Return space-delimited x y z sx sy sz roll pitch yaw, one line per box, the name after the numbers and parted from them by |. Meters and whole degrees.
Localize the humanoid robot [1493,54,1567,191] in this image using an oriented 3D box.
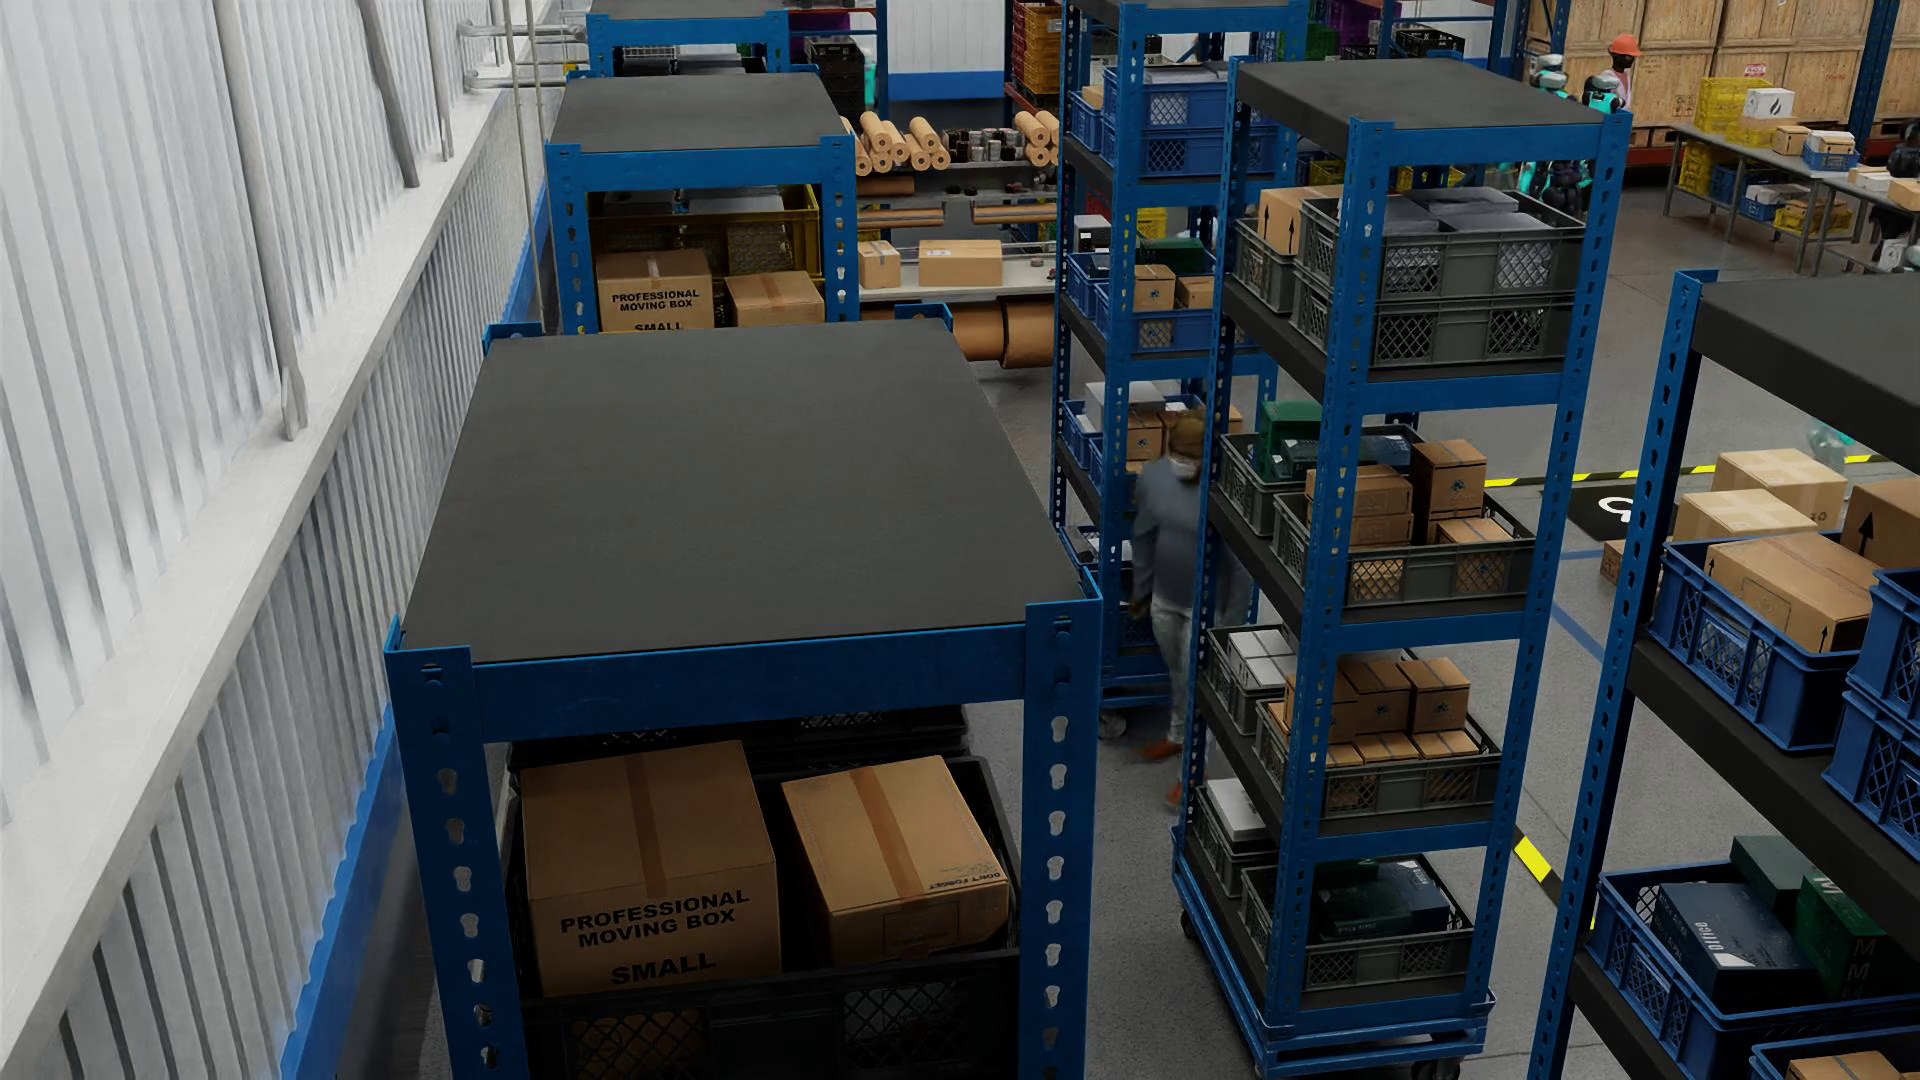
6.108 -4.385 18.118 0.536 1.822 0.704 -17 30 -33 | humanoid robot

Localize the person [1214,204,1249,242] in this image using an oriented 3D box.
2.448 -3.042 15.060 0.431 1.826 0.647 -6 25 -12 | person

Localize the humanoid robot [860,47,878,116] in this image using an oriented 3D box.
-1.225 -4.694 18.771 0.563 1.780 0.913 -12 27 -25 | humanoid robot

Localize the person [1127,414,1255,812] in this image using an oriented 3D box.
1.044 0.307 7.686 0.664 1.910 0.634 -22 33 -40 | person

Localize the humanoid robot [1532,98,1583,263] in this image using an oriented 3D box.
5.850 -3.418 16.040 0.586 1.636 0.468 -16 29 -30 | humanoid robot

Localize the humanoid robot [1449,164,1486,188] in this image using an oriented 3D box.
5.238 -3.867 17.023 0.389 1.631 0.603 18 30 34 | humanoid robot

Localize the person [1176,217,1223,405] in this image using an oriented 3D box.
1.609 -1.271 11.168 0.398 1.850 0.596 -5 25 -10 | person

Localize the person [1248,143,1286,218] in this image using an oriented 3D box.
2.836 -3.286 15.571 0.403 1.831 0.586 4 25 9 | person

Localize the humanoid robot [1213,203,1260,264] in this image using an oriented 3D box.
2.340 -2.513 14.083 0.615 1.643 0.501 21 32 38 | humanoid robot

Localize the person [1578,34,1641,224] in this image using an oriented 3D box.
6.823 -4.262 17.461 0.389 2.038 0.604 21 32 38 | person

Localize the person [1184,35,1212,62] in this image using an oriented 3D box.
2.685 -4.757 18.723 0.597 1.864 0.686 6 25 13 | person

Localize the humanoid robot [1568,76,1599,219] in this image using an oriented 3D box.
6.435 -3.950 17.209 0.599 1.645 0.372 -7 26 -16 | humanoid robot

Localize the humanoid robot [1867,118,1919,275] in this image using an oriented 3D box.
8.520 -3.038 15.229 0.637 1.637 0.603 -1 25 -3 | humanoid robot

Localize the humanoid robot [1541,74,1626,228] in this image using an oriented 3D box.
6.120 -3.758 16.592 0.748 1.687 0.530 -9 26 -18 | humanoid robot

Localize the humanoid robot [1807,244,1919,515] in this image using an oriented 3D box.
5.839 -0.988 10.789 0.817 1.849 0.540 -4 25 -8 | humanoid robot

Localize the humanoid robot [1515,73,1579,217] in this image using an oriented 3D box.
5.735 -3.722 16.568 0.532 1.738 0.698 15 29 30 | humanoid robot
